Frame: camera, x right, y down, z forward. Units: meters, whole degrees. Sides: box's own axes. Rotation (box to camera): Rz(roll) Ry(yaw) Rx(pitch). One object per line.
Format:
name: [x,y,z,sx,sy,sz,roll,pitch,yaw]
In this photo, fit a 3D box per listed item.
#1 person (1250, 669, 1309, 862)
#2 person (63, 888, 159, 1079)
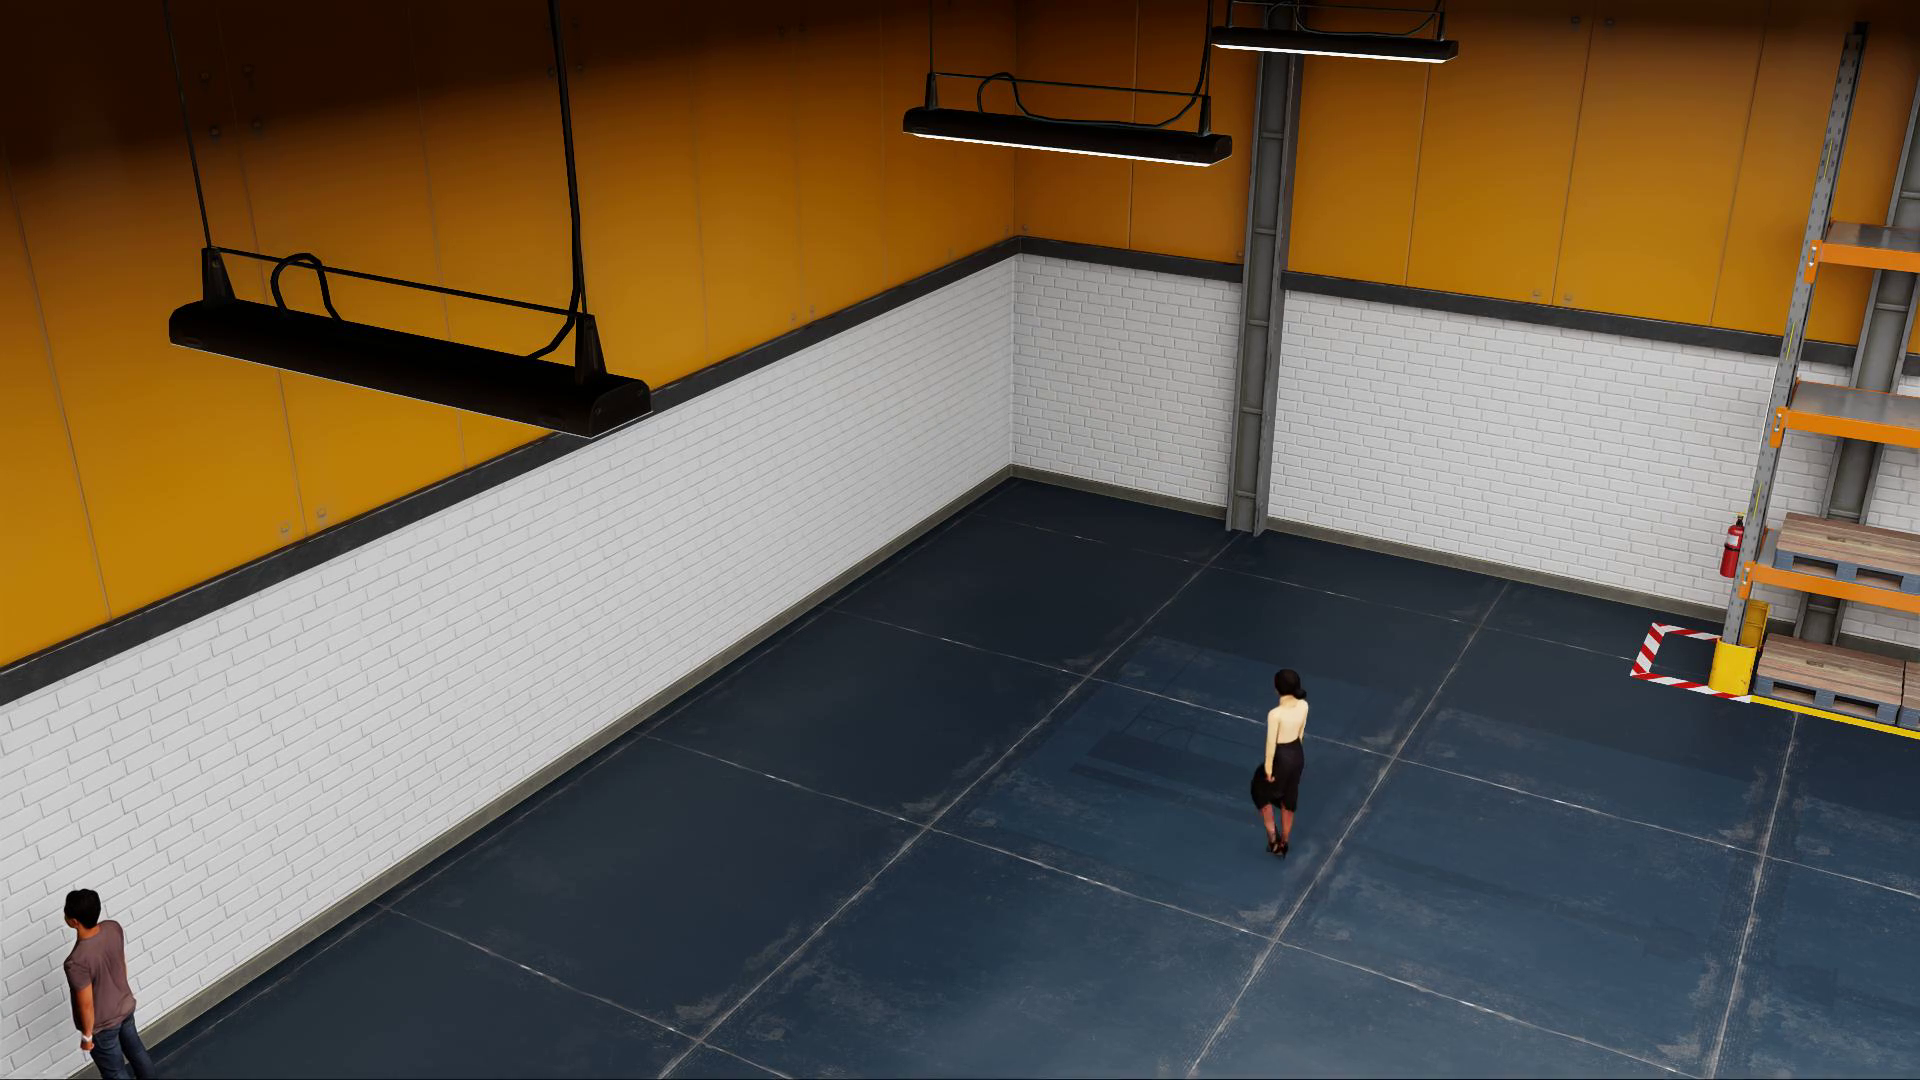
person: [2.560,1.788,12.911,0.700,1.645,0.751,-11,26,-23]
person: [-5.215,2.898,10.204,0.683,1.779,0.706,3,24,6]
